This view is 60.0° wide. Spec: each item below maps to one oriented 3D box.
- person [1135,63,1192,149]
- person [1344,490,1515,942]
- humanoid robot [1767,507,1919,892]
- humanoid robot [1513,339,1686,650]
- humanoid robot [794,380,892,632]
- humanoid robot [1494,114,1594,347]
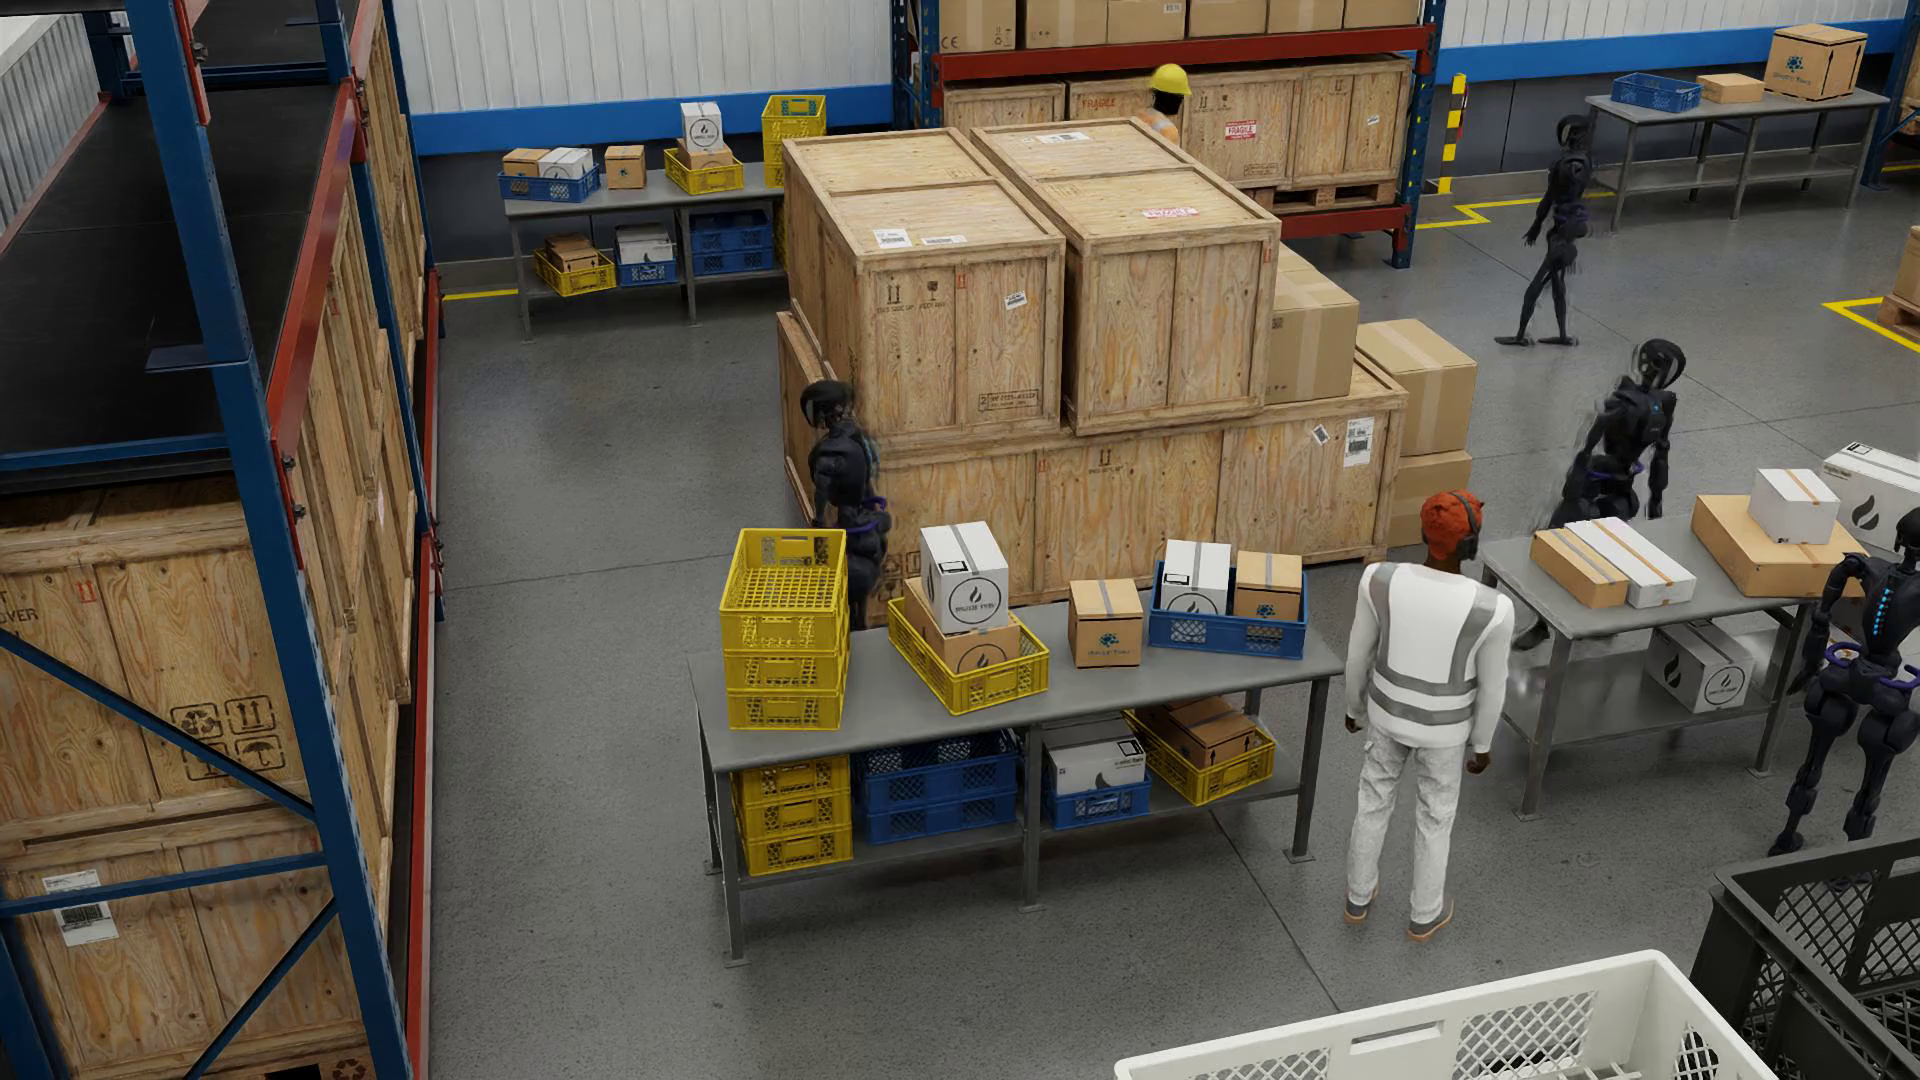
[{"bbox_3d":[1.387,-2.425,11.846,0.618,1.932,0.587,-6,29,-11],"label":"person"},{"bbox_3d":[1.714,0.676,6.218,0.574,1.881,0.355,16,33,26],"label":"person"},{"bbox_3d":[3.567,0.610,6.535,0.310,1.657,0.609,-23,36,-35],"label":"humanoid robot"},{"bbox_3d":[3.102,-0.195,8.032,0.651,1.634,0.359,-12,31,-21],"label":"humanoid robot"},{"bbox_3d":[-0.508,0.016,7.638,0.504,1.637,0.671,6,29,11],"label":"humanoid robot"},{"bbox_3d":[4.090,-2.119,11.514,0.655,1.638,0.630,5,29,10],"label":"humanoid robot"}]
